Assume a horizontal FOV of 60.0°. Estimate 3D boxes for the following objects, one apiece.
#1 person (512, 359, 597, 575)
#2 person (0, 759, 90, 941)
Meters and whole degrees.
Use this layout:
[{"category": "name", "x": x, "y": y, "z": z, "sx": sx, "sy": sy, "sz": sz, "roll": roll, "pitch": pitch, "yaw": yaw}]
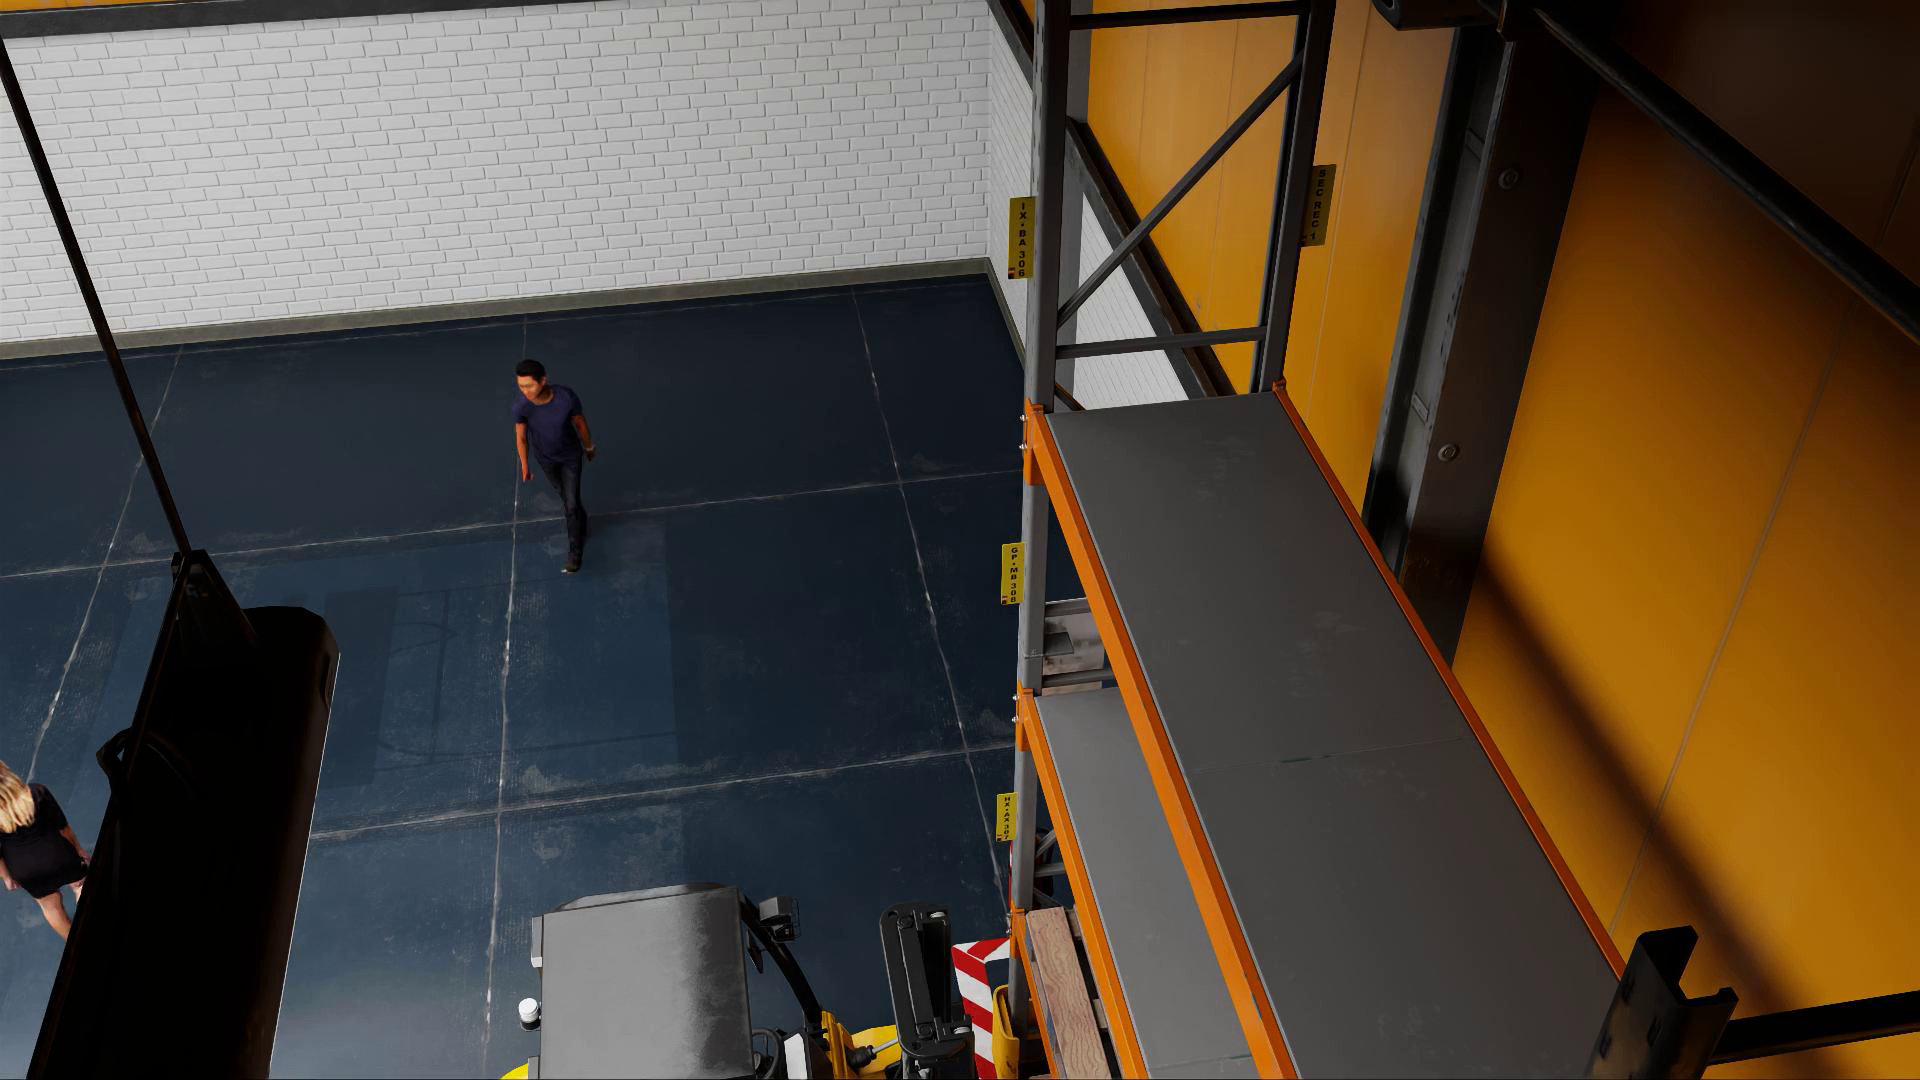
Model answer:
[{"category": "person", "x": -2.880, "y": -0.663, "z": 12.079, "sx": 0.787, "sy": 1.734, "sz": 1.088, "roll": -3, "pitch": 39, "yaw": -4}, {"category": "person", "x": -4.966, "y": 1.809, "z": 9.040, "sx": 0.720, "sy": 1.664, "sz": 0.820, "roll": -21, "pitch": 43, "yaw": -24}]
